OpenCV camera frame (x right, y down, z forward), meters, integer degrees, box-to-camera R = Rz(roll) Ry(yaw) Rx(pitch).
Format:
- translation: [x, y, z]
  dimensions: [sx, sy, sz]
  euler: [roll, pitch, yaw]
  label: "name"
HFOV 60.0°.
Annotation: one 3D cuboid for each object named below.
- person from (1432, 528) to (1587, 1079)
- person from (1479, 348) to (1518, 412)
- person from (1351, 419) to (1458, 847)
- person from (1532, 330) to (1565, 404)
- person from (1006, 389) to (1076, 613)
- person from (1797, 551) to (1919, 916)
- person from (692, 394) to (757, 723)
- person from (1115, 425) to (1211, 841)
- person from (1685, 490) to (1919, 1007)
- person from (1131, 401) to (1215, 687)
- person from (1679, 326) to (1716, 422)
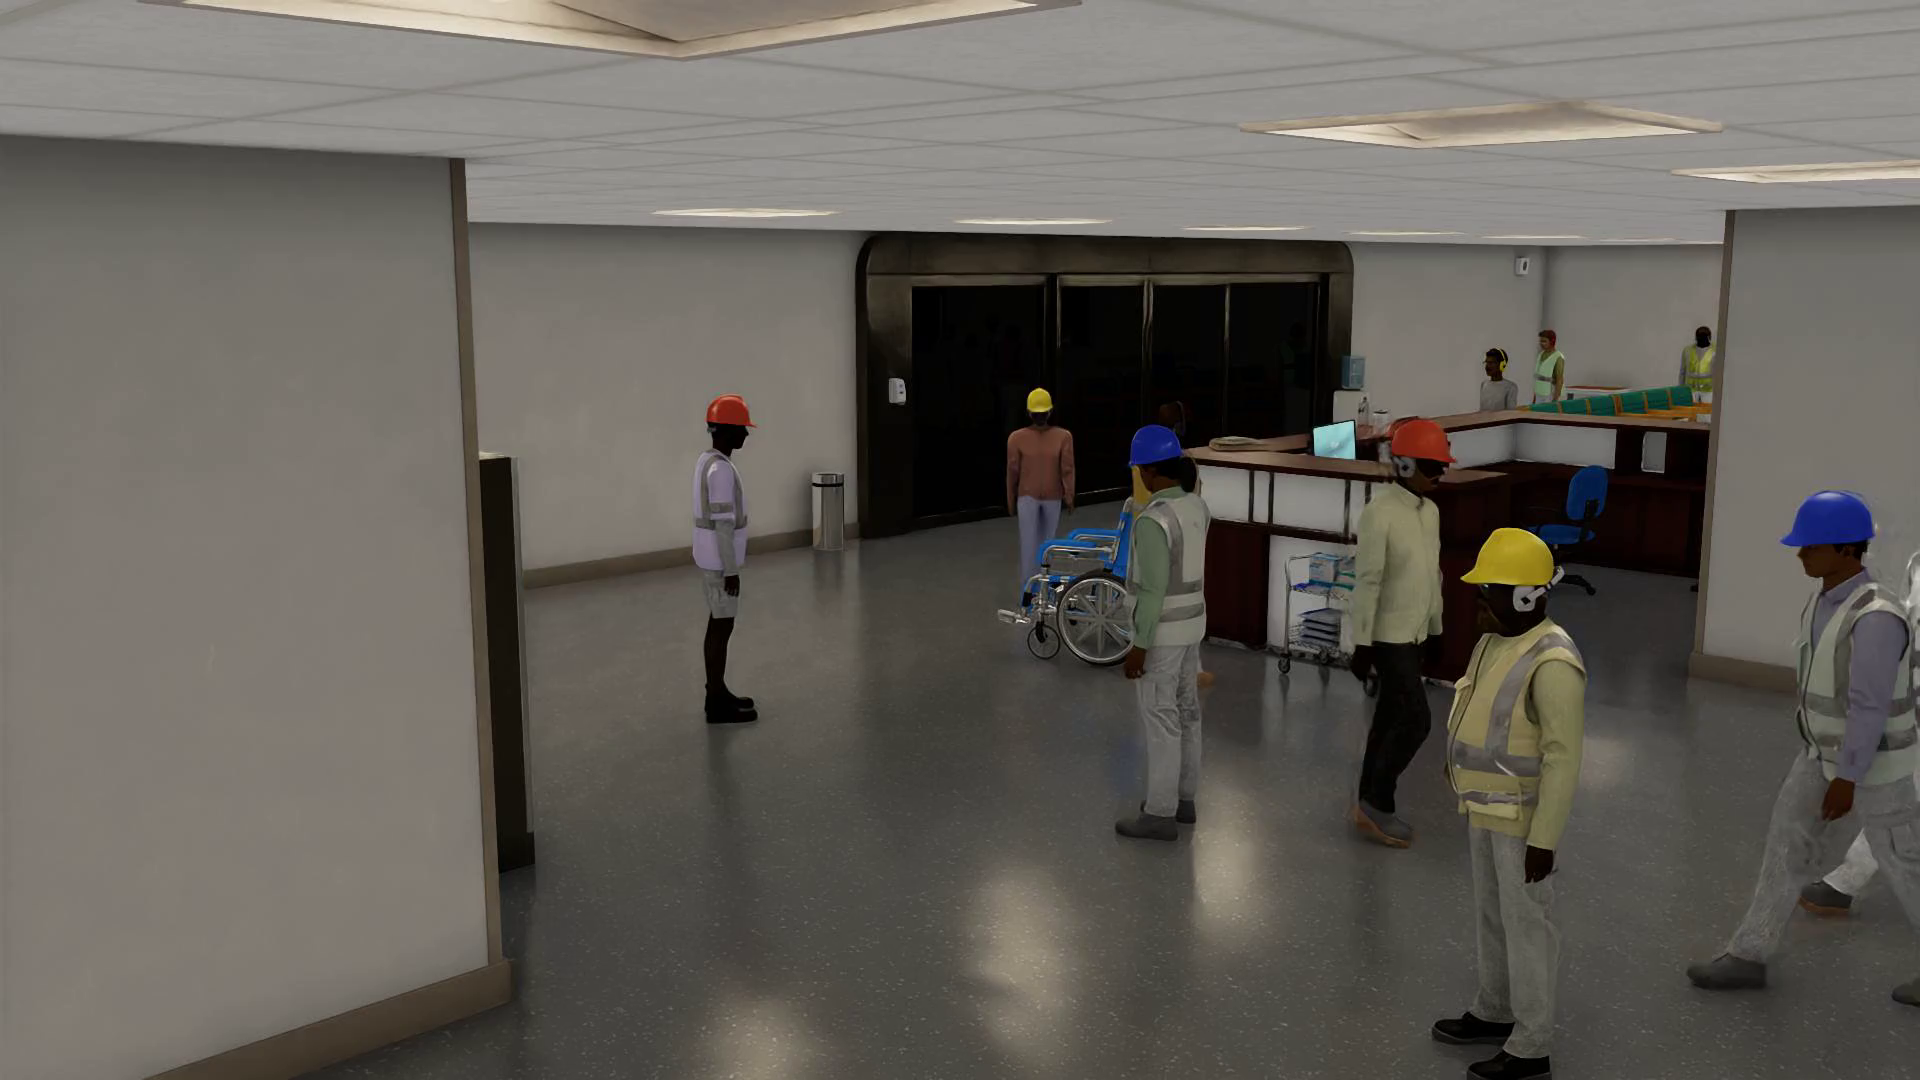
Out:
- translation: [1.790, 0.865, 5.440]
  dimensions: [0.403, 1.830, 0.600]
  euler: [-1, 9, -3]
  label: "person"
- translation: [5.324, -0.979, 16.636]
  dimensions: [0.328, 1.873, 0.517]
  euler: [-5, 10, -27]
  label: "person"
- translation: [2.042, 0.432, 7.648]
  dimensions: [0.509, 1.975, 0.639]
  euler: [8, 12, 40]
  label: "person"
- translation: [7.950, -1.920, 22.499]
  dimensions: [0.390, 1.839, 0.564]
  euler: [-2, 9, -12]
  label: "person"
- translation: [0.641, -0.301, 12.907]
  dimensions: [0.526, 1.733, 0.781]
  euler: [-1, 9, -8]
  label: "person"
- translation: [3.916, 0.671, 6.681]
  dimensions: [0.994, 1.825, 0.620]
  euler: [1, 9, 4]
  label: "person"
- translation: [-1.372, 0.109, 9.790]
  dimensions: [0.390, 1.929, 0.545]
  euler: [-3, 10, -15]
  label: "person"
- translation: [0.946, 0.431, 7.778]
  dimensions: [0.401, 1.939, 0.602]
  euler: [5, 11, 30]
  label: "person"
- translation: [3.234, 0.758, 5.962]
  dimensions: [0.999, 1.895, 0.602]
  euler: [0, 9, 1]
  label: "person"
- translation: [1.341, 0.027, 10.609]
  dimensions: [0.471, 1.825, 0.632]
  euler: [-4, 10, -24]
  label: "person"
- translation: [10.766, -2.187, 24.178]
  dimensions: [0.621, 1.835, 0.431]
  euler: [7, 12, 36]
  label: "person"
